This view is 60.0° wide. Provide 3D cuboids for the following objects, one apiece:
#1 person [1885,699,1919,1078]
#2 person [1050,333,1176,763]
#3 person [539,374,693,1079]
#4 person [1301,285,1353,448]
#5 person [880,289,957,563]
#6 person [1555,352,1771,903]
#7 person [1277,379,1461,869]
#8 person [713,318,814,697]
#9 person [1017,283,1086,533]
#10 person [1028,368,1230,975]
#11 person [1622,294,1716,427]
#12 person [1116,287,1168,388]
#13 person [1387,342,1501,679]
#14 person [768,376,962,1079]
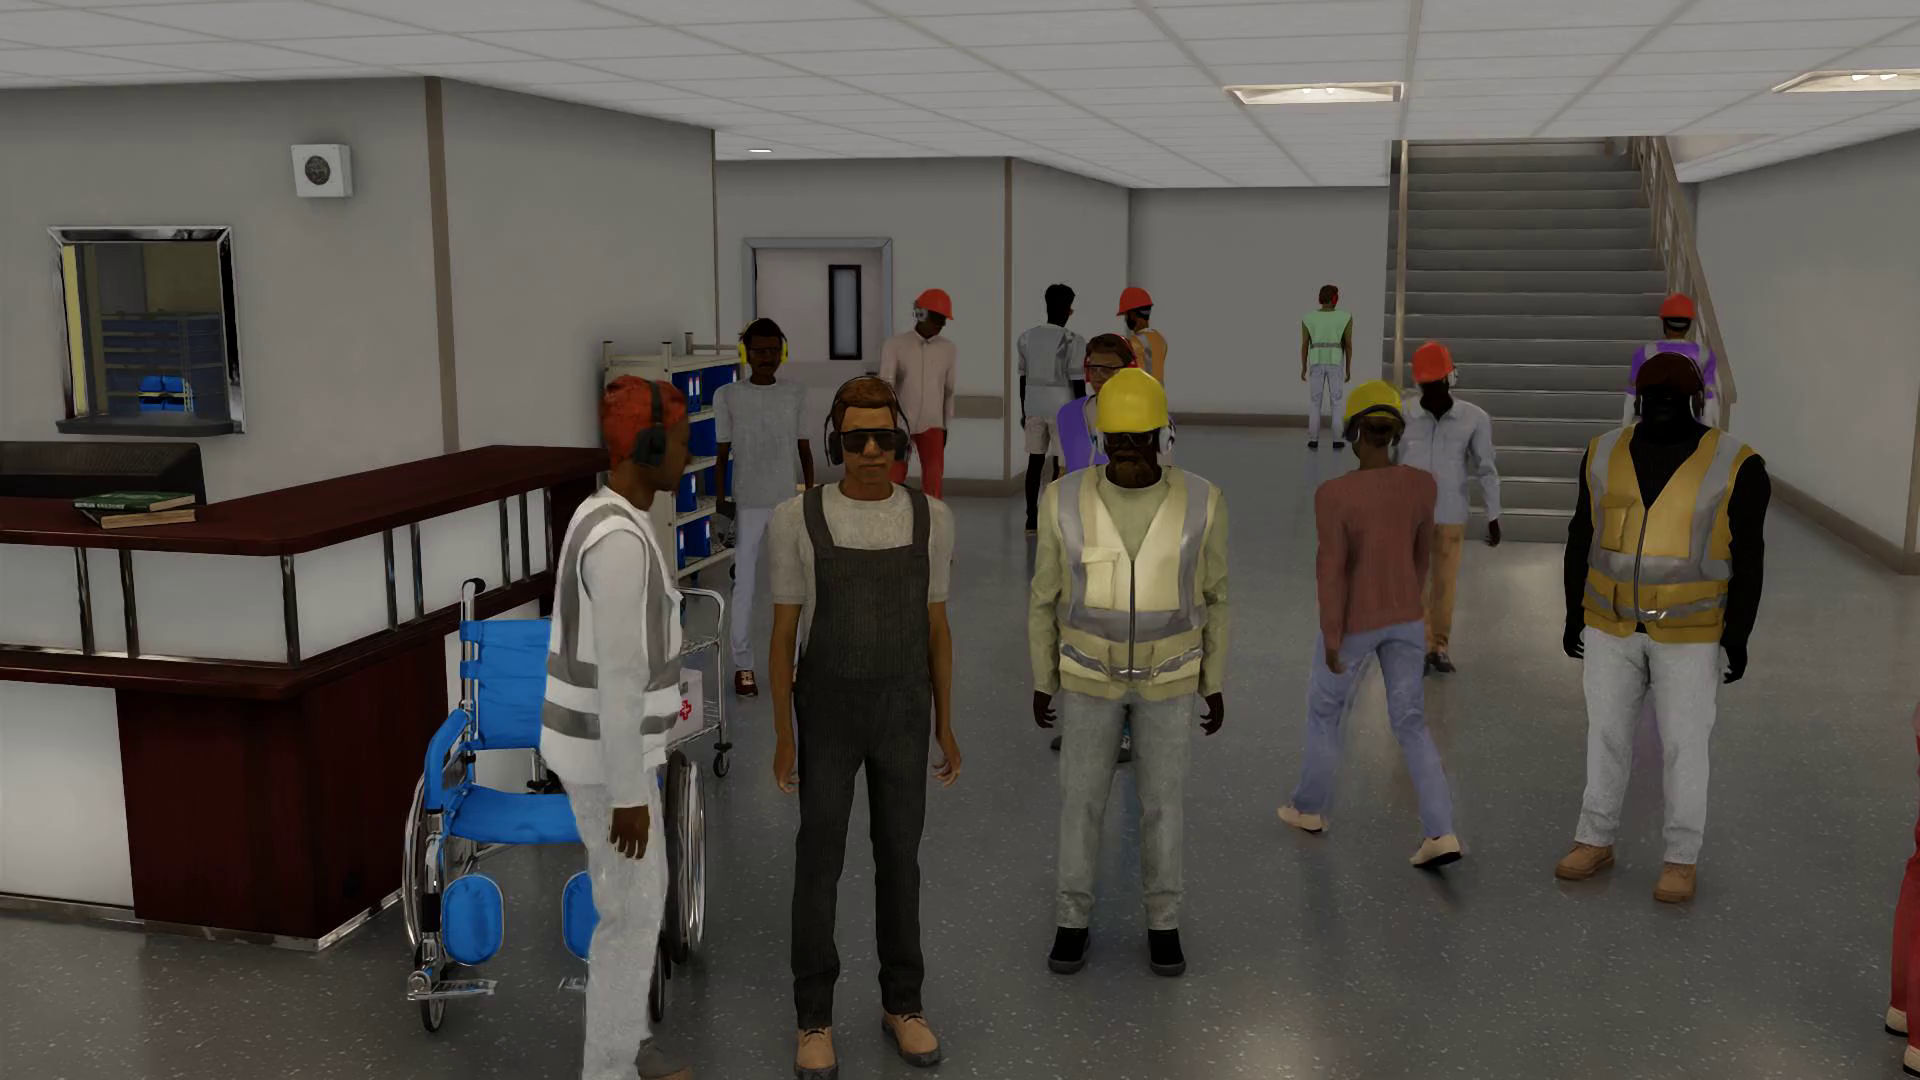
[{"bbox_3d":[2.659,0.538,4.340,0.305,1.772,0.527,4,10,22],"label":"person"},{"bbox_3d":[0.660,0.029,7.159,0.566,1.836,0.382,8,12,39],"label":"person"},{"bbox_3d":[-0.834,0.532,4.098,0.385,1.869,0.659,-2,10,-10],"label":"person"},{"bbox_3d":[4.139,-1.955,18.814,0.565,1.841,0.396,3,10,16],"label":"person"},{"bbox_3d":[-0.314,-0.825,11.922,0.635,1.931,1.004,-3,10,-18],"label":"person"},{"bbox_3d":[2.336,0.289,5.607,0.637,1.840,0.429,8,13,40],"label":"person"},{"bbox_3d":[1.501,0.294,5.938,0.526,1.724,0.848,-3,10,-17],"label":"person"},{"bbox_3d":[-0.953,-0.156,8.171,0.509,1.862,0.328,-3,10,-16],"label":"person"},{"bbox_3d":[0.722,-0.995,12.843,0.612,1.953,0.389,7,12,36],"label":"person"},{"bbox_3d":[0.503,0.400,4.969,0.600,1.829,0.404,1,10,4],"label":"person"},{"bbox_3d":[4.931,-0.766,11.667,0.550,1.891,0.963,1,10,6],"label":"person"},{"bbox_3d":[1.351,-0.946,12.616,0.384,1.927,0.543,5,11,29],"label":"person"},{"bbox_3d":[2.434,-0.146,8.507,0.654,1.718,0.534,1,10,9],"label":"person"},{"bbox_3d":[-0.246,0.492,4.381,0.504,1.847,0.344,-3,10,-17],"label":"person"}]
